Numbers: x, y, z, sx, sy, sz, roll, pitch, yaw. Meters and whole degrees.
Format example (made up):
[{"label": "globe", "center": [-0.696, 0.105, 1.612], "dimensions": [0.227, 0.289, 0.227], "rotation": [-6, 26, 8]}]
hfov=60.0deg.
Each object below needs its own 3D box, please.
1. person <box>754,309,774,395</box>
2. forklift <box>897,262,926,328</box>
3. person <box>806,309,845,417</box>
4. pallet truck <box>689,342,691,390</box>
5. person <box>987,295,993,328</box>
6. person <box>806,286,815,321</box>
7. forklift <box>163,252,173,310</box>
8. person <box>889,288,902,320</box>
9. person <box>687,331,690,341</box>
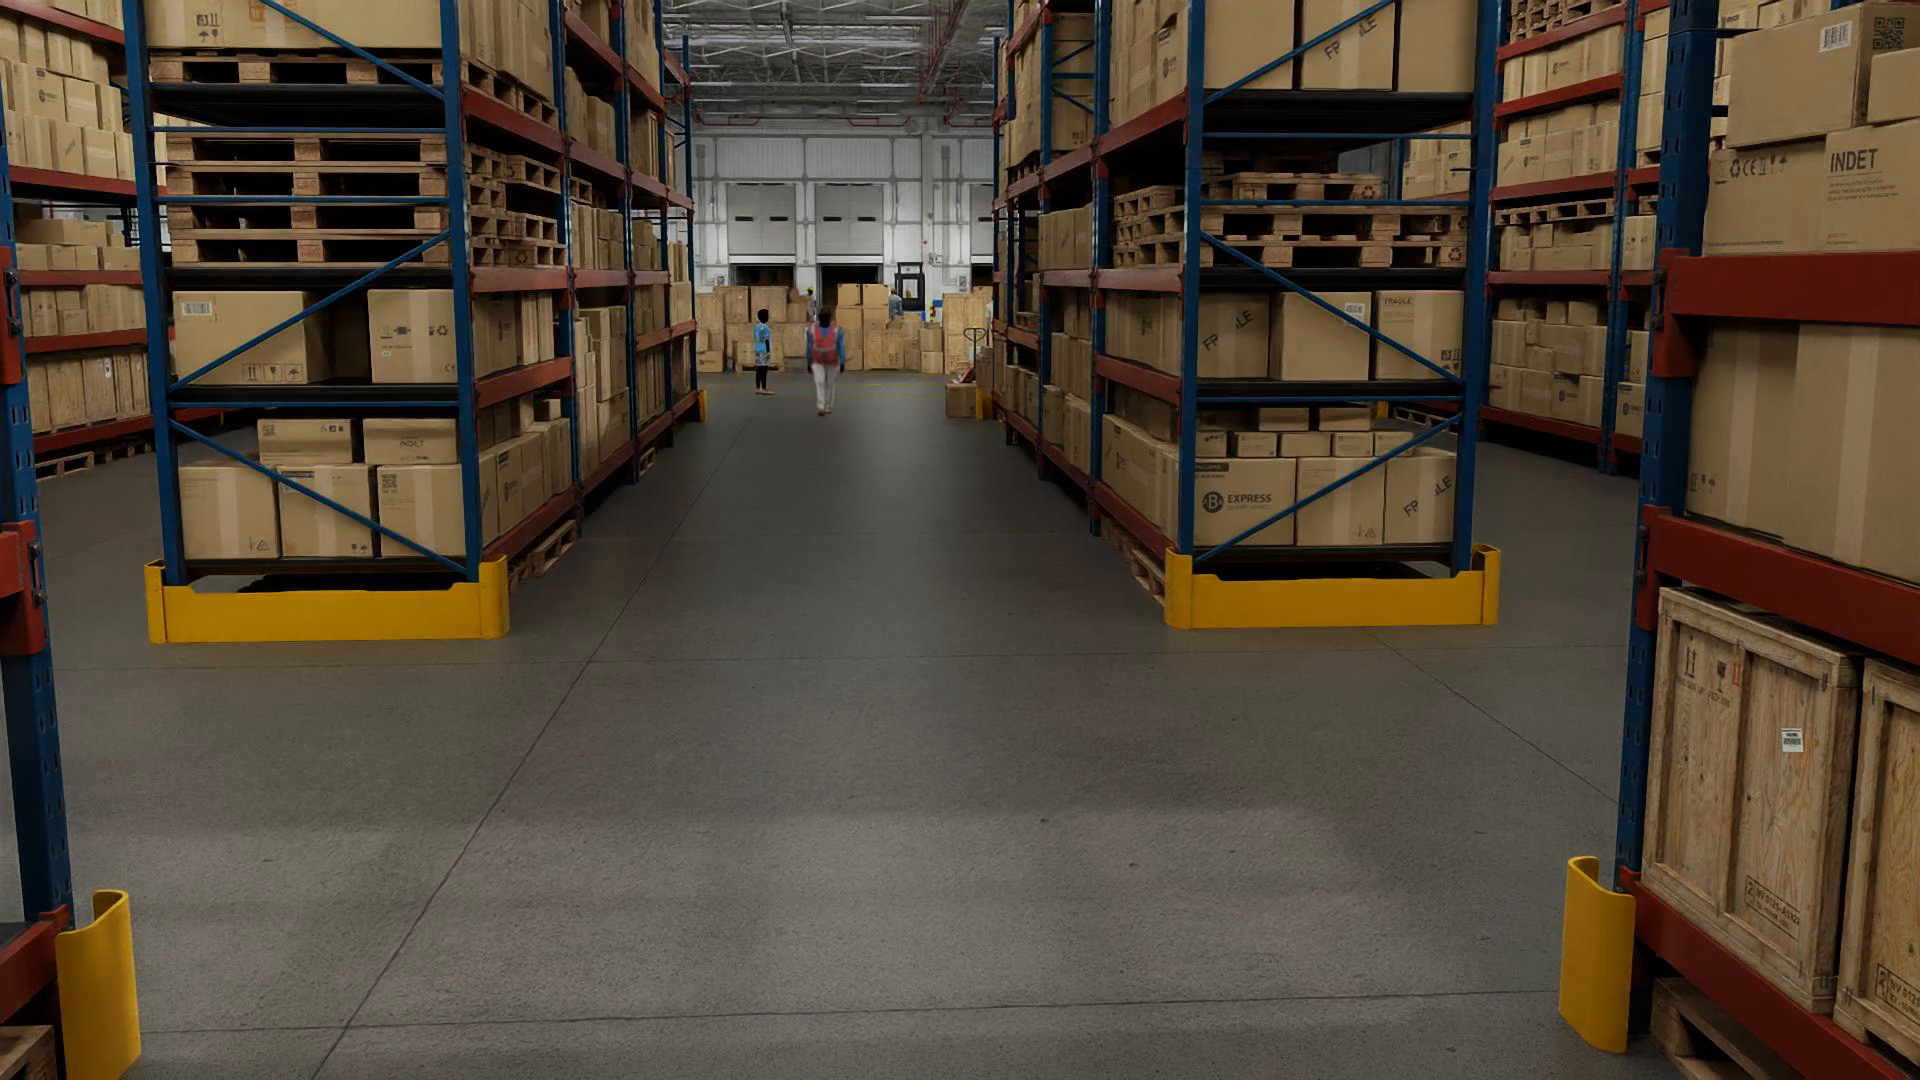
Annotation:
[{"label": "person", "center": [-3.873, -3.702, 32.779], "dimensions": [0.316, 1.695, 0.541], "rotation": [-5, 11, -31]}, {"label": "forklift", "center": [-1.780, -8.547, 59.499], "dimensions": [1.129, 2.768, 1.873], "rotation": [-1, 9, -4]}, {"label": "person", "center": [-2.259, -2.989, 28.002], "dimensions": [0.639, 1.801, 0.944], "rotation": [-1, 9, -6]}, {"label": "pallet truck", "center": [-5.225, -3.008, 27.480], "dimensions": [1.885, 1.965, 0.823], "rotation": [2, 9, 14]}, {"label": "person", "center": [0.953, -5.530, 43.550], "dimensions": [0.625, 1.930, 0.378], "rotation": [0, 9, 1]}, {"label": "person", "center": [-5.994, -9.204, 66.621], "dimensions": [0.380, 1.925, 0.599], "rotation": [-8, 12, -41]}, {"label": "forklift", "center": [-15.926, -4.561, 34.466], "dimensions": [1.129, 2.768, 1.873], "rotation": [-1, 9, -4]}, {"label": "person", "center": [-2.311, -7.829, 57.980], "dimensions": [0.634, 1.930, 0.384], "rotation": [3, 10, 19]}, {"label": "person", "center": [-5.484, -3.884, 32.985], "dimensions": [0.387, 1.996, 0.611], "rotation": [-1, 9, -6]}]
